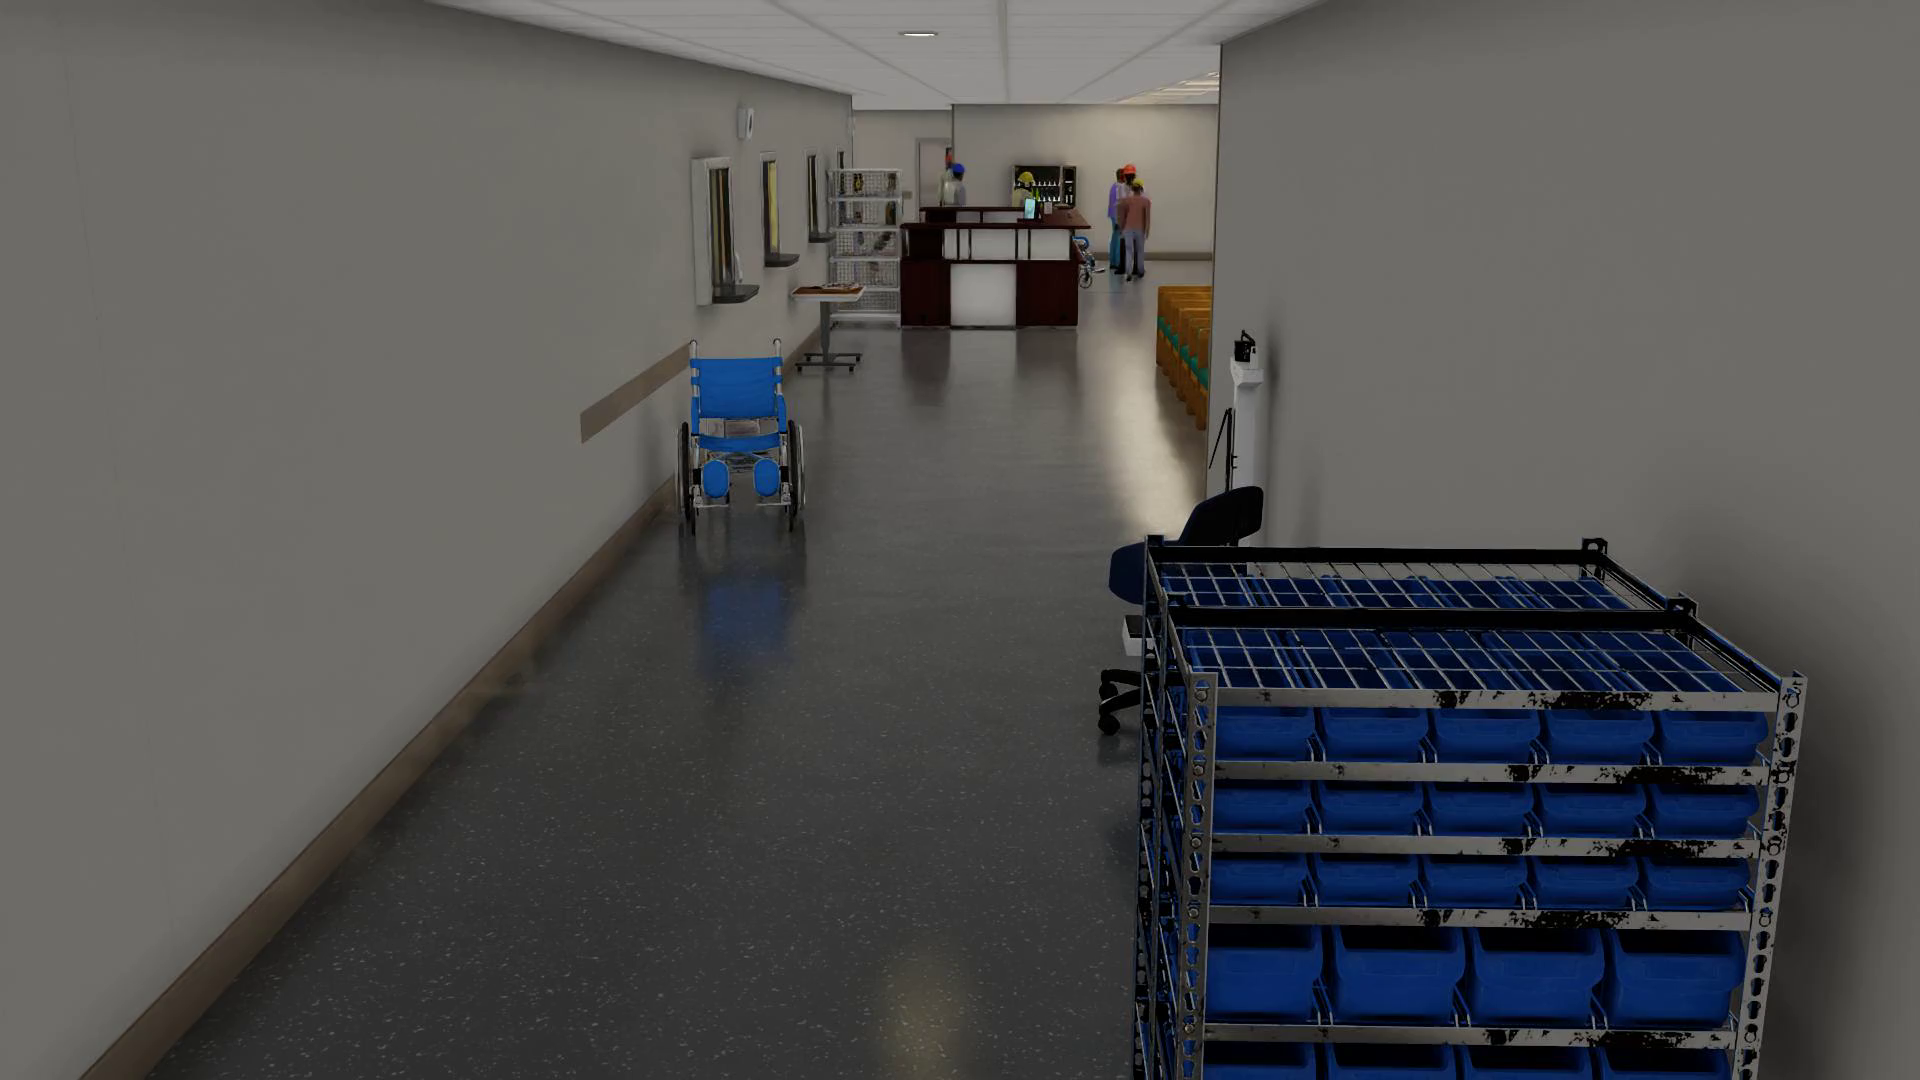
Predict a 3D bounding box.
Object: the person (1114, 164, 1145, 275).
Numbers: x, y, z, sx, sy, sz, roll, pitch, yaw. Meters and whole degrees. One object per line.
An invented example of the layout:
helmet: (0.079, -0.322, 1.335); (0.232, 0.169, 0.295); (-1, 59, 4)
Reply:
person: (2.992, -5.662, 29.440); (0.568, 1.933, 0.376); (6, 15, 24)

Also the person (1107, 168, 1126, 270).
person: (2.921, -5.898, 30.571); (0.377, 1.842, 0.570); (-5, 15, -19)

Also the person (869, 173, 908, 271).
person: (-1.253, -5.745, 30.061); (1.020, 1.800, 0.530); (10, 17, 36)

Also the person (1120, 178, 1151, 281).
person: (2.996, -5.308, 28.451); (0.541, 1.722, 0.917); (3, 14, 12)

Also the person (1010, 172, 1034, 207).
person: (1.098, -5.409, 28.638); (0.404, 1.825, 0.599); (-8, 16, -30)
